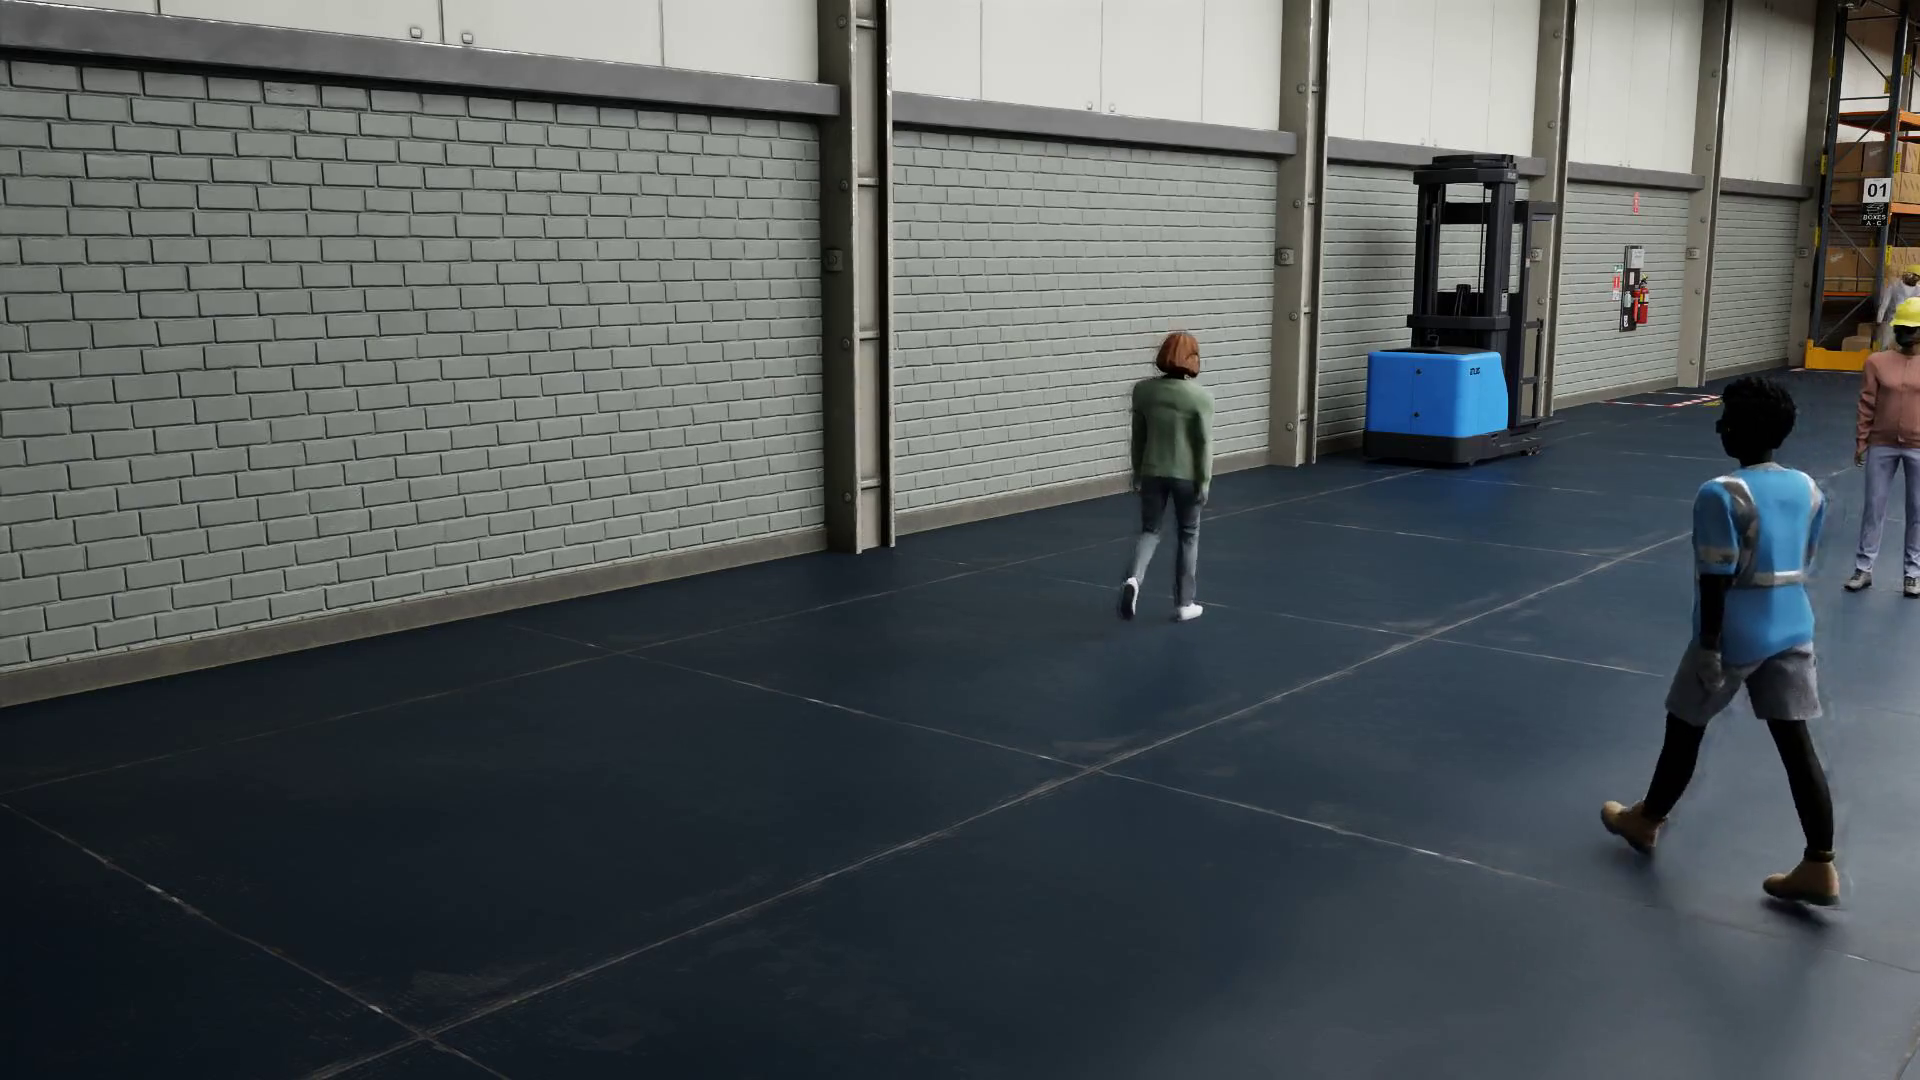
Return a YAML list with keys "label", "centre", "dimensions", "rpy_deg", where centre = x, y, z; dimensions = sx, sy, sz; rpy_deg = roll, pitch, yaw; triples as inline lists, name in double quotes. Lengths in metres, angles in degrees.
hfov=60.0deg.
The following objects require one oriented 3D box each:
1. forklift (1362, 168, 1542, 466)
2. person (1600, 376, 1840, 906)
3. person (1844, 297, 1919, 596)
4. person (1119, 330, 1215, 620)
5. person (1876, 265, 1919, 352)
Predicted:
- label: "forklift"
  centre: [4.875, -2.212, 16.287]
  dimensions: [1.129, 2.768, 1.873]
  rpy_deg: [8, 13, 40]
- label: "person"
  centre: [2.520, 0.299, 5.353]
  dimensions: [0.543, 1.647, 0.896]
  rpy_deg: [-4, 11, -23]
- label: "person"
  centre: [5.608, -0.552, 9.892]
  dimensions: [0.527, 1.765, 0.329]
  rpy_deg: [8, 13, 38]
- label: "person"
  centre: [1.128, -0.335, 9.084]
  dimensions: [0.507, 1.610, 0.627]
  rpy_deg: [6, 11, 29]
- label: "person"
  centre: [15.110, -3.531, 26.806]
  dimensions: [0.716, 1.784, 0.450]
  rpy_deg: [1, 10, 5]
